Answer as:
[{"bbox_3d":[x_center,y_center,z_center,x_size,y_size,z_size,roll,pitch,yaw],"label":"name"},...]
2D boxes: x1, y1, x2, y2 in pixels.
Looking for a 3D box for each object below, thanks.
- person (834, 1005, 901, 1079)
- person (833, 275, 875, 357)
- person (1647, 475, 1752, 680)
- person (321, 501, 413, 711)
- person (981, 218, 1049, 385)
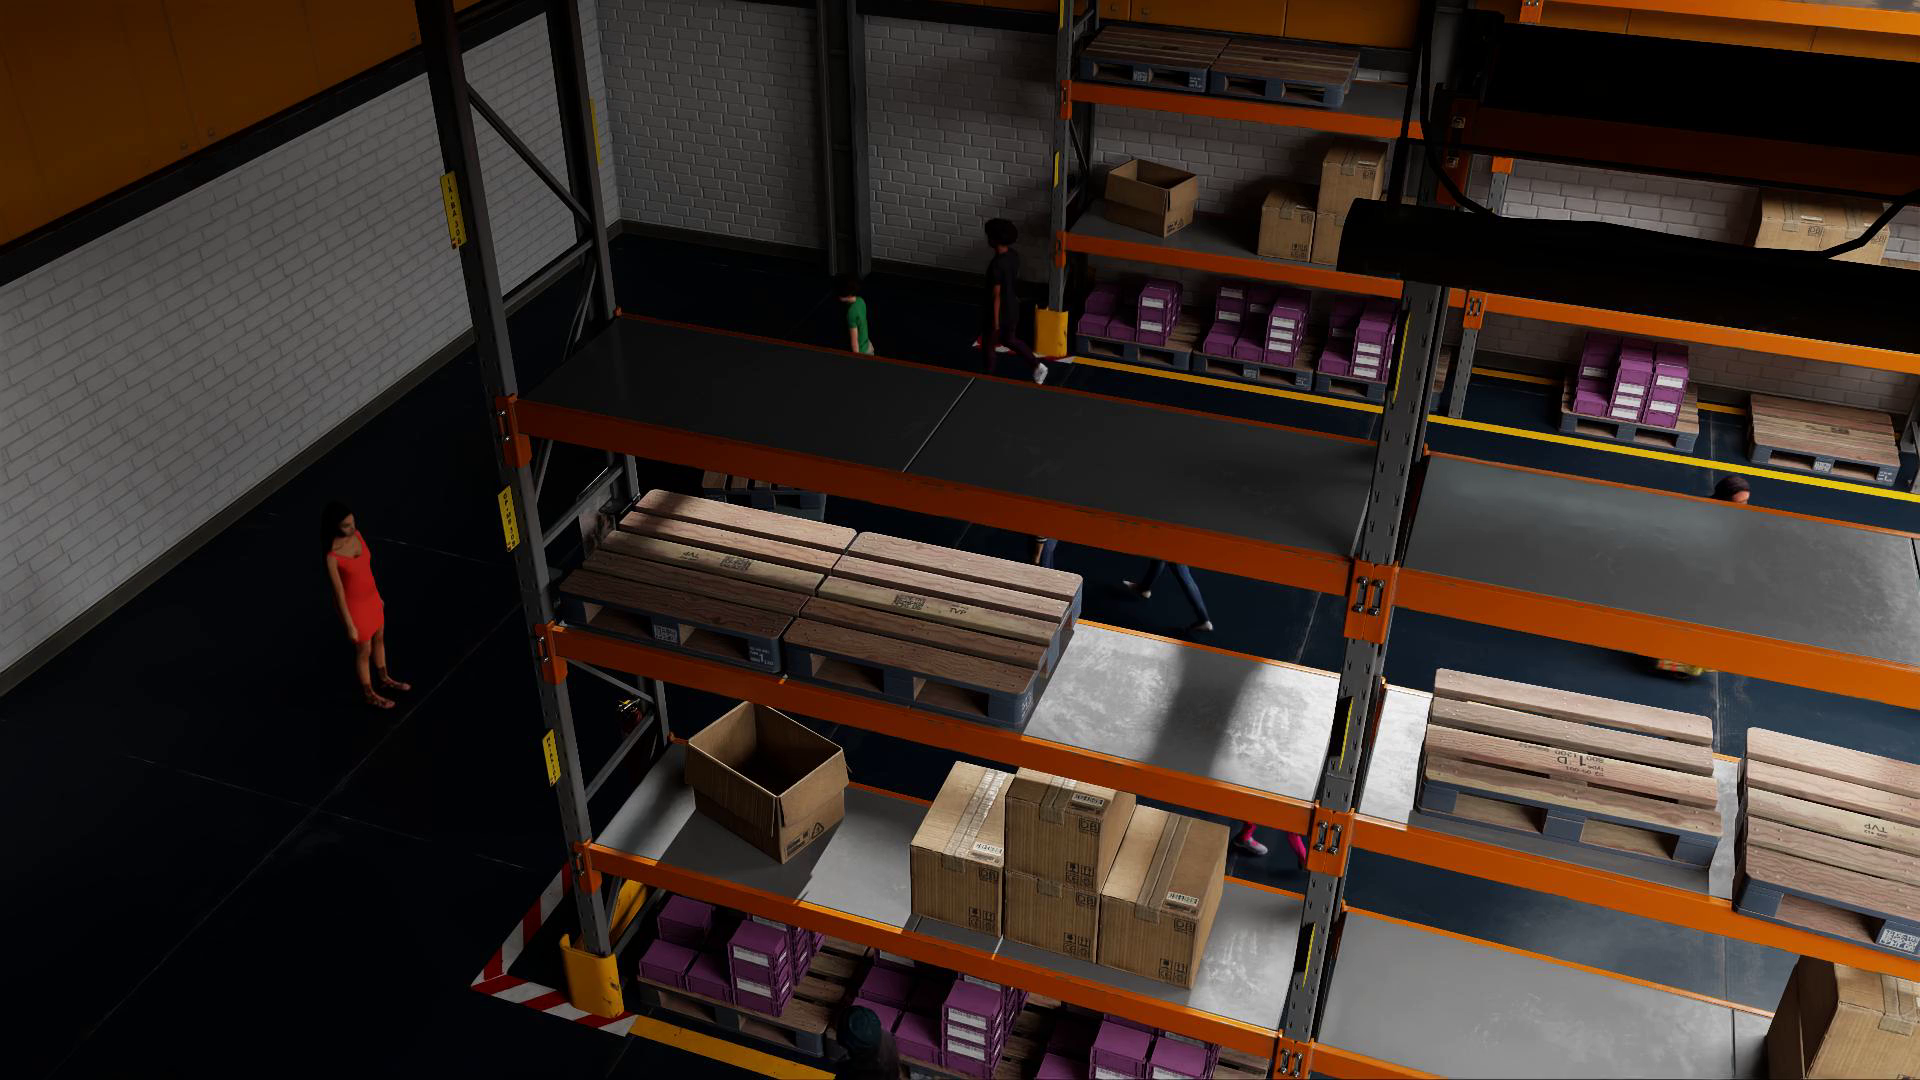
[{"bbox_3d":[-0.380,2.924,8.050,0.961,1.802,0.711,14,36,21],"label":"person"},{"bbox_3d":[-0.853,-1.655,15.120,1.091,1.602,0.615,12,36,18],"label":"person"},{"bbox_3d":[5.470,0.241,12.216,0.902,1.659,0.946,23,40,30],"label":"person"},{"bbox_3d":[-4.289,0.460,11.832,0.587,1.720,0.623,6,34,9],"label":"person"},{"bbox_3d":[0.467,-2.196,15.786,1.039,1.765,0.686,14,36,21],"label":"person"}]
